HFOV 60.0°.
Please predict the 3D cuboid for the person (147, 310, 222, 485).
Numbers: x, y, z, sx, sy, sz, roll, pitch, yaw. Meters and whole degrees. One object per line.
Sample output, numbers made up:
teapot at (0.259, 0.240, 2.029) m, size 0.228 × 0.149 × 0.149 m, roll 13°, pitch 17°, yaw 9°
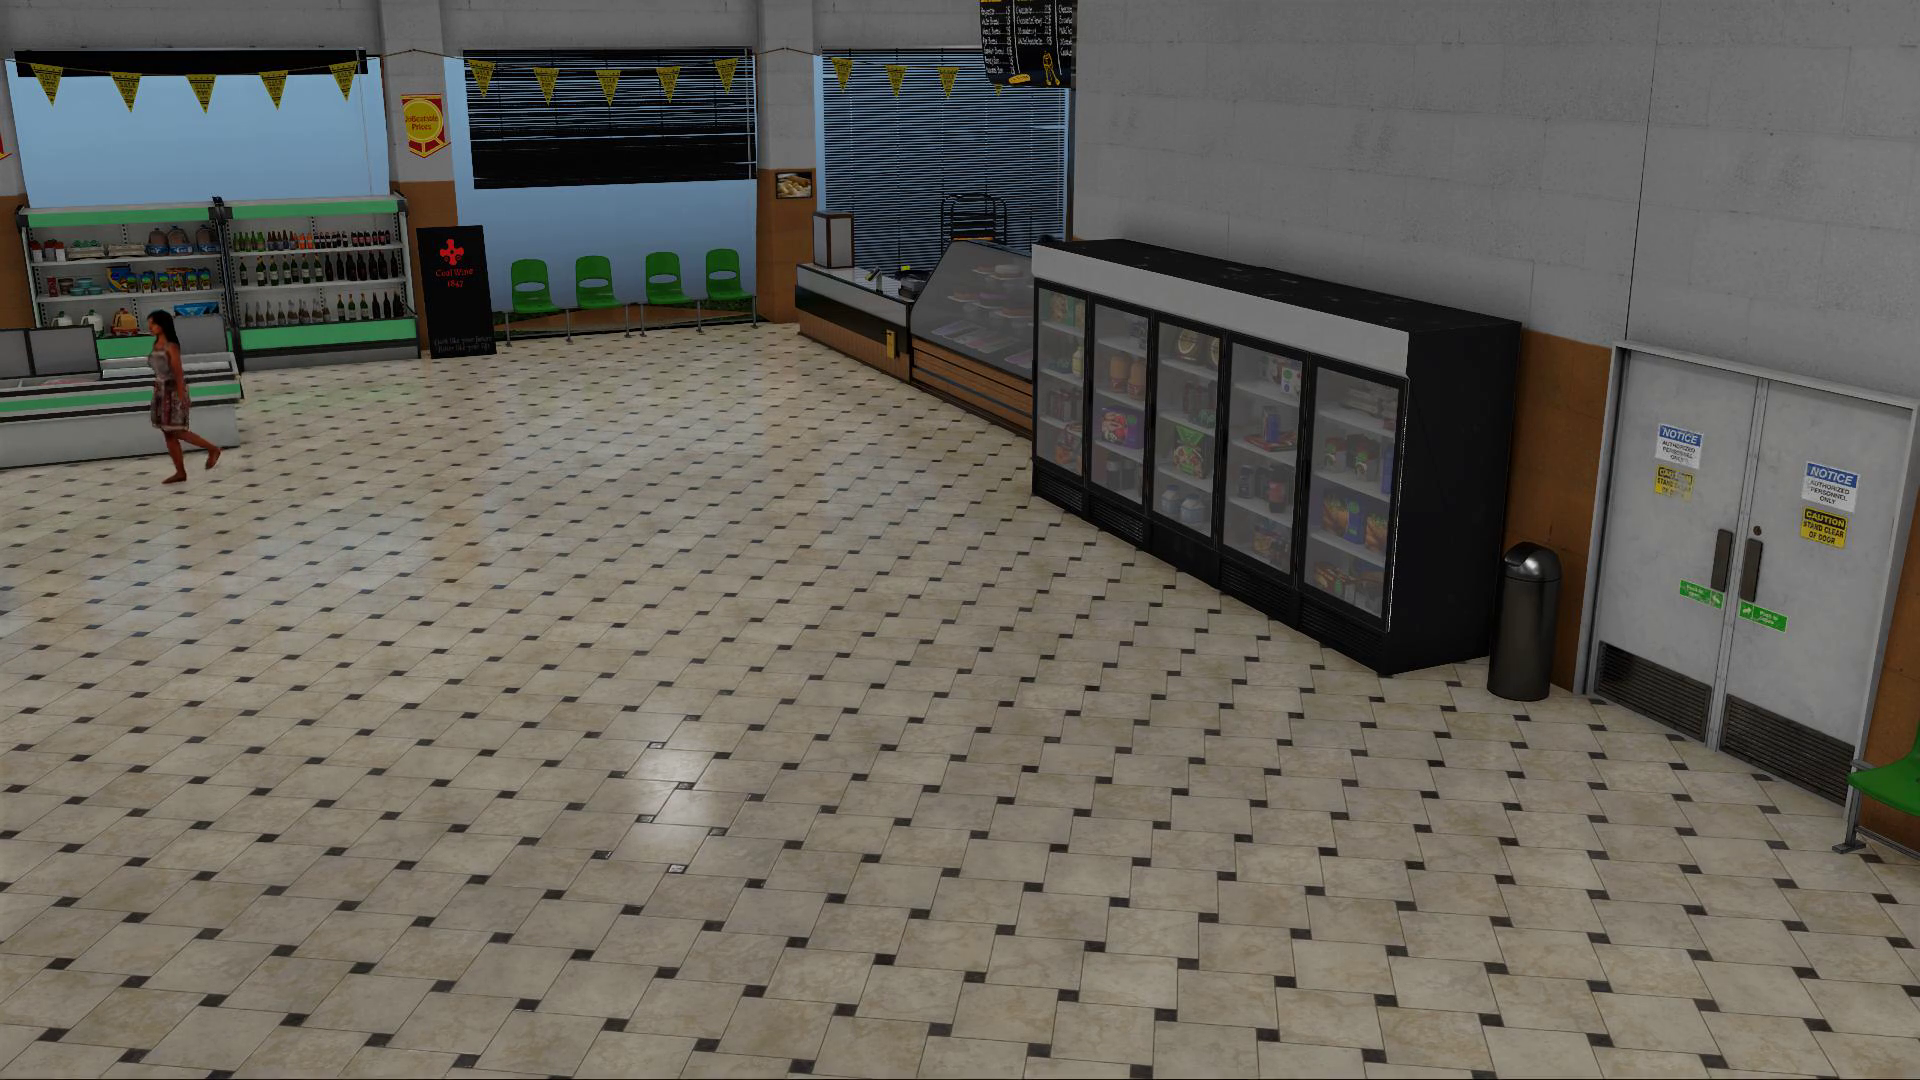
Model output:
person at (-7.342, -1.352, 15.664) m, size 0.818 × 1.630 × 0.924 m, roll 14°, pitch 22°, yaw 38°
